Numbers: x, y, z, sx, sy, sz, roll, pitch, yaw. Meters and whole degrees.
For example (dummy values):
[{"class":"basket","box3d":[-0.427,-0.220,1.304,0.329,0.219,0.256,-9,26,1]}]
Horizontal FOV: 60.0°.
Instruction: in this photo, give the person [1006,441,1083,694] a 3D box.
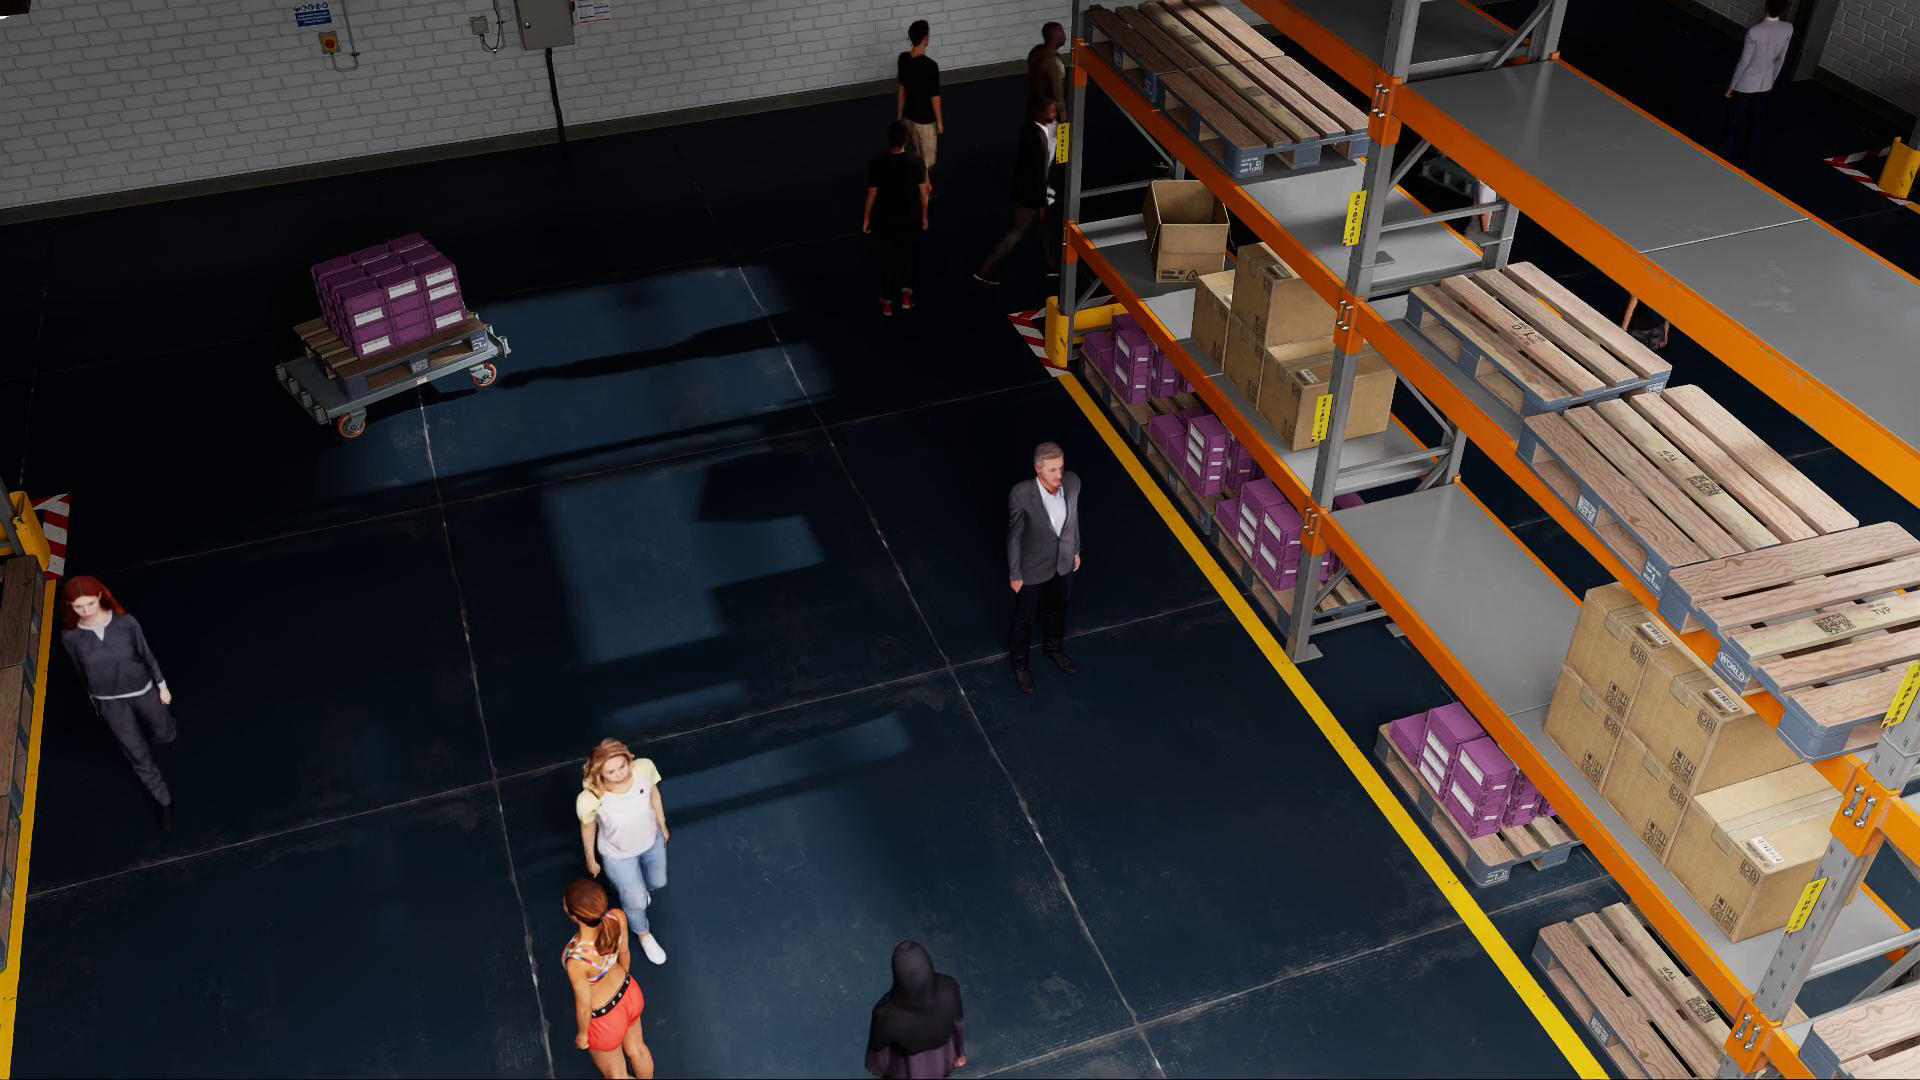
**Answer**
[{"class":"person","box3d":[0.537,0.132,10.559,0.760,1.839,0.677,-21,43,-25]}]

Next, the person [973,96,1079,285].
[{"class":"person","box3d":[0.515,-3.008,14.558,0.960,1.756,1.211,-6,39,-8]}]

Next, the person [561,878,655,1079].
[{"class":"person","box3d":[-1.671,2.245,7.951,0.733,1.792,0.673,16,41,19]}]

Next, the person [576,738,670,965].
[{"class":"person","box3d":[-1.793,1.592,8.840,0.921,1.702,0.812,31,48,33]}]

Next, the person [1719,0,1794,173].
[{"class":"person","box3d":[7.781,-4.479,16.322,0.707,1.853,0.626,-7,39,-9]}]

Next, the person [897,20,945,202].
[{"class":"person","box3d":[-0.418,-3.939,15.660,1.107,1.835,1.013,30,47,32]}]

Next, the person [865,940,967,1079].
[{"class":"person","box3d":[-0.171,2.483,7.801,0.657,1.607,0.772,-17,42,-20]}]

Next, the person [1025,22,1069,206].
[{"class":"person","box3d":[0.733,-4.010,15.768,0.797,1.810,0.558,-13,40,-15]}]

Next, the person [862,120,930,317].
[{"class":"person","box3d":[-0.503,-2.685,14.160,0.772,1.746,0.673,-9,40,-11]}]

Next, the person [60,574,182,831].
[{"class":"person","box3d":[-4.861,0.863,9.711,0.572,1.756,0.972,-12,40,-15]}]
